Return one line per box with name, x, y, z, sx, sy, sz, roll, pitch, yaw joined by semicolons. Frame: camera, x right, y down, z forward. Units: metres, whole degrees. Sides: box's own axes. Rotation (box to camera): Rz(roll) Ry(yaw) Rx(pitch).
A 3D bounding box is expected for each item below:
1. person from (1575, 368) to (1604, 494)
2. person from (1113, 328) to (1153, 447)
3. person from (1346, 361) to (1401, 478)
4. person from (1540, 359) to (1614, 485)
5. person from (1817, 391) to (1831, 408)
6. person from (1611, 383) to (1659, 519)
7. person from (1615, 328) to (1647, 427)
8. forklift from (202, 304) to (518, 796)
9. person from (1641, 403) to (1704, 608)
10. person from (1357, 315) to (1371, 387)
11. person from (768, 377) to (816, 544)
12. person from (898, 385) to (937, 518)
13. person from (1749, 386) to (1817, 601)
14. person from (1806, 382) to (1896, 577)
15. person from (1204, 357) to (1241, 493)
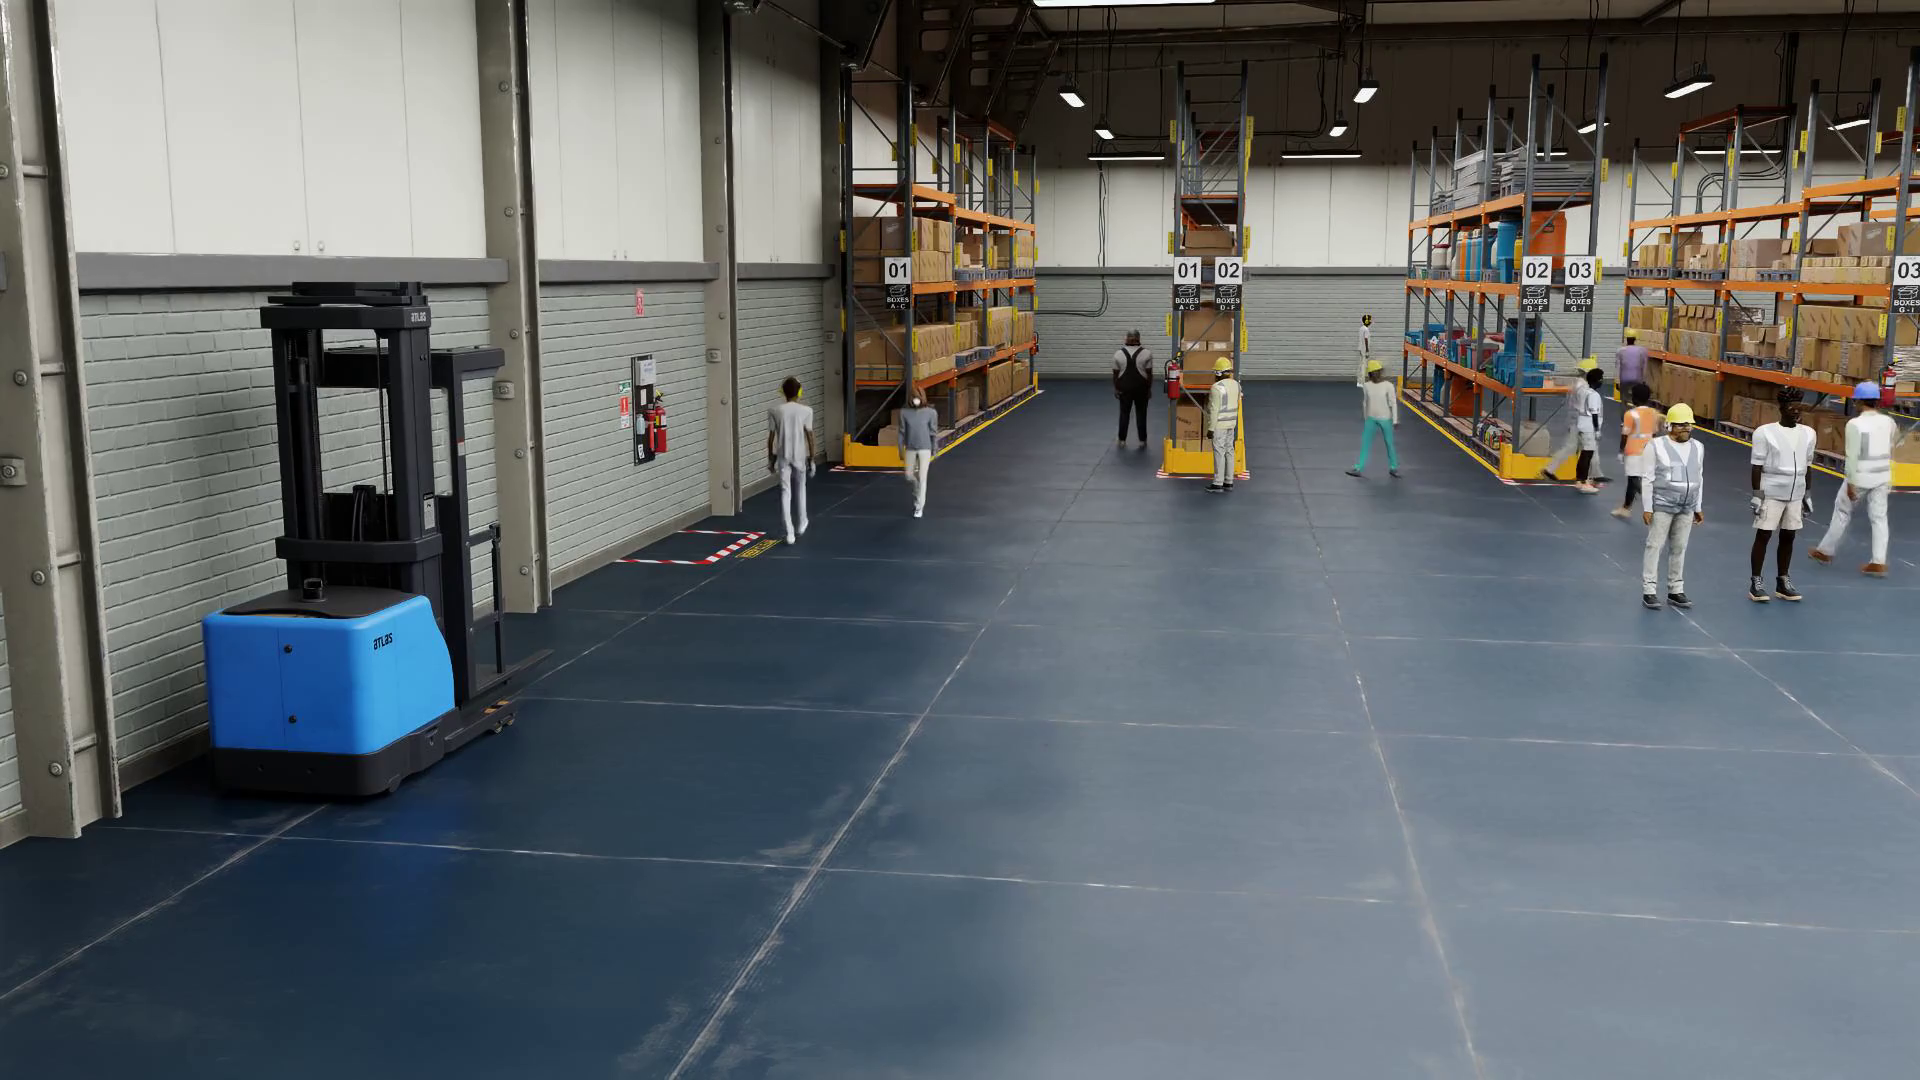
person;8.578;-1.491;22.643;0.318;1.694;0.534;1;9;9
person;2.989;-2.617;28.634;0.689;2.000;0.535;3;10;17
person;6.111;-1.755;24.238;0.582;1.705;0.830;7;12;37
person;8.739;-1.673;23.503;0.967;1.778;0.579;3;10;18
person;18.618;-3.571;35.770;0.510;1.593;0.871;4;10;24
person;8.185;-1.048;19.975;0.539;1.668;0.783;-5;10;-27
person;12.889;-3.109;31.955;0.610;1.908;0.714;2;9;13
forklift;-3.673;-0.038;10.147;1.129;2.768;1.873;1;9;9
person;6.399;-0.310;14.910;0.589;1.834;0.403;-2;9;-10
person;10.484;-4.894;43.071;0.335;1.873;0.521;-1;9;-4
person;-1.878;-0.907;18.616;0.555;1.822;0.941;0;9;-1
person;-0.508;-1.109;20.506;0.505;1.617;0.564;2;9;11
person;7.516;-0.424;15.205;0.604;1.966;0.367;-1;9;-7
person;8.978;-0.631;16.667;0.608;1.900;0.962;-2;9;-13
person;3.574;-1.576;22.723;0.404;1.833;0.590;8;12;42
